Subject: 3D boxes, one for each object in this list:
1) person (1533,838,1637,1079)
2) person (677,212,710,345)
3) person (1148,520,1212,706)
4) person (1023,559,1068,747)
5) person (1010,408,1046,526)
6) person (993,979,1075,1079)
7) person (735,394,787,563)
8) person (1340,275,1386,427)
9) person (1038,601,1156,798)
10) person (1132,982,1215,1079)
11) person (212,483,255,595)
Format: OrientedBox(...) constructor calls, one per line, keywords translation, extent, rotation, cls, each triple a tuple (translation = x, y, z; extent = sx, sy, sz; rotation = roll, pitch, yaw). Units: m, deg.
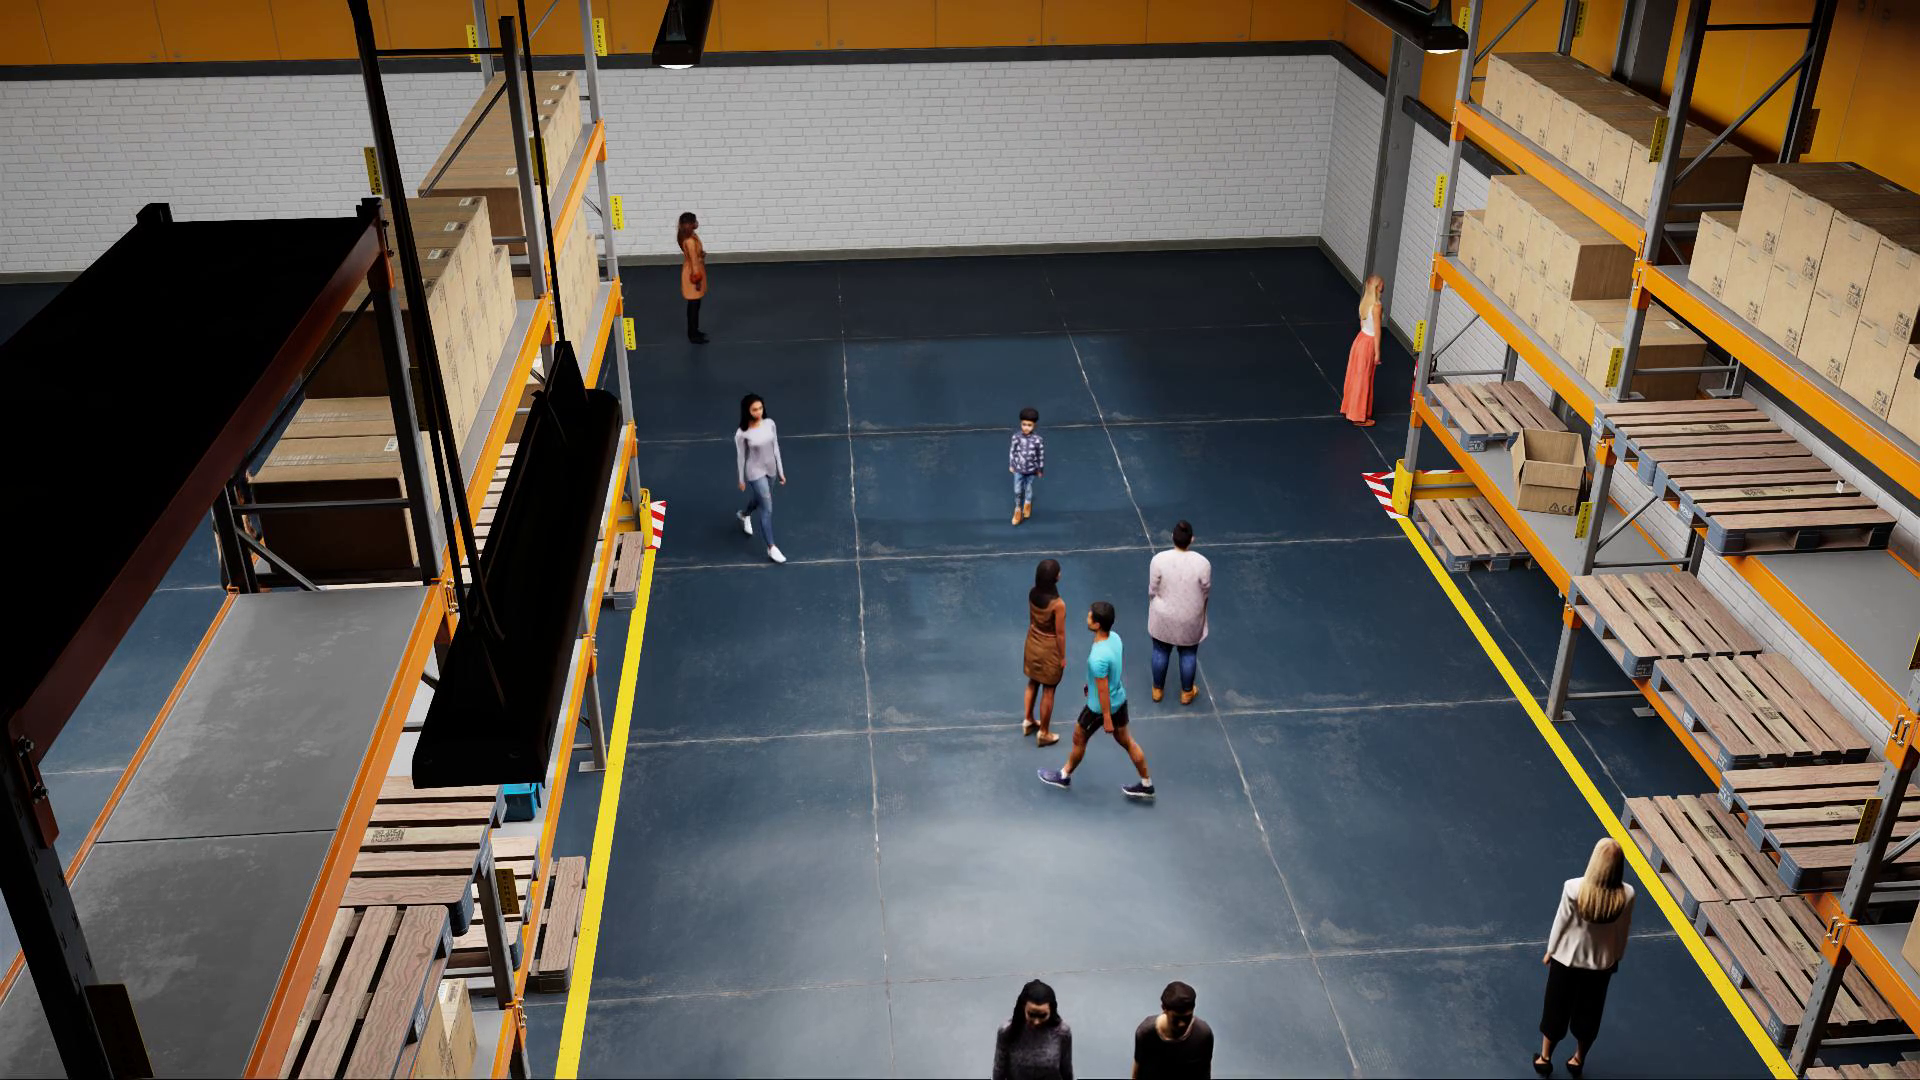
OrientedBox(translation=(3.876, 2.625, 10.352), extent=(0.637, 1.858, 0.573), rotation=(2, 29, 4), cls="person")
OrientedBox(translation=(-3.457, -3.408, 21.556), extent=(0.790, 1.722, 0.590), rotation=(-8, 30, -14), cls="person")
OrientedBox(translation=(1.849, 0.603, 14.180), extent=(0.760, 1.743, 0.731), rotation=(6, 29, 11), cls="person")
OrientedBox(translation=(0.698, 0.914, 13.671), extent=(0.705, 1.684, 0.609), rotation=(-20, 34, -32), cls="person")
OrientedBox(translation=(0.695, -0.804, 17.288), extent=(0.592, 1.237, 0.714), rotation=(3, 29, 6), cls="person")
OrientedBox(translation=(0.428, 3.149, 9.538), extent=(0.663, 1.717, 0.884), rotation=(0, 29, 0), cls="person")
OrientedBox(translation=(-2.040, -0.678, 16.571), extent=(1.066, 1.702, 1.196), rotation=(-25, 37, -38), cls="person")
OrientedBox(translation=(4.704, -2.207, 19.270), extent=(0.681, 1.802, 0.511), rotation=(-3, 29, -6), cls="person")
OrientedBox(translation=(1.218, 1.308, 12.912), extent=(1.082, 1.719, 1.204), rotation=(12, 31, 21), cls="person")
OrientedBox(translation=(1.191, 3.165, 9.515), extent=(0.621, 1.711, 0.565), rotation=(0, 29, 1), cls="person")
OrientedBox(translation=(-6.547, 0.146, 15.140), extent=(0.678, 1.625, 0.710), rotation=(13, 31, 22), cls="person")
